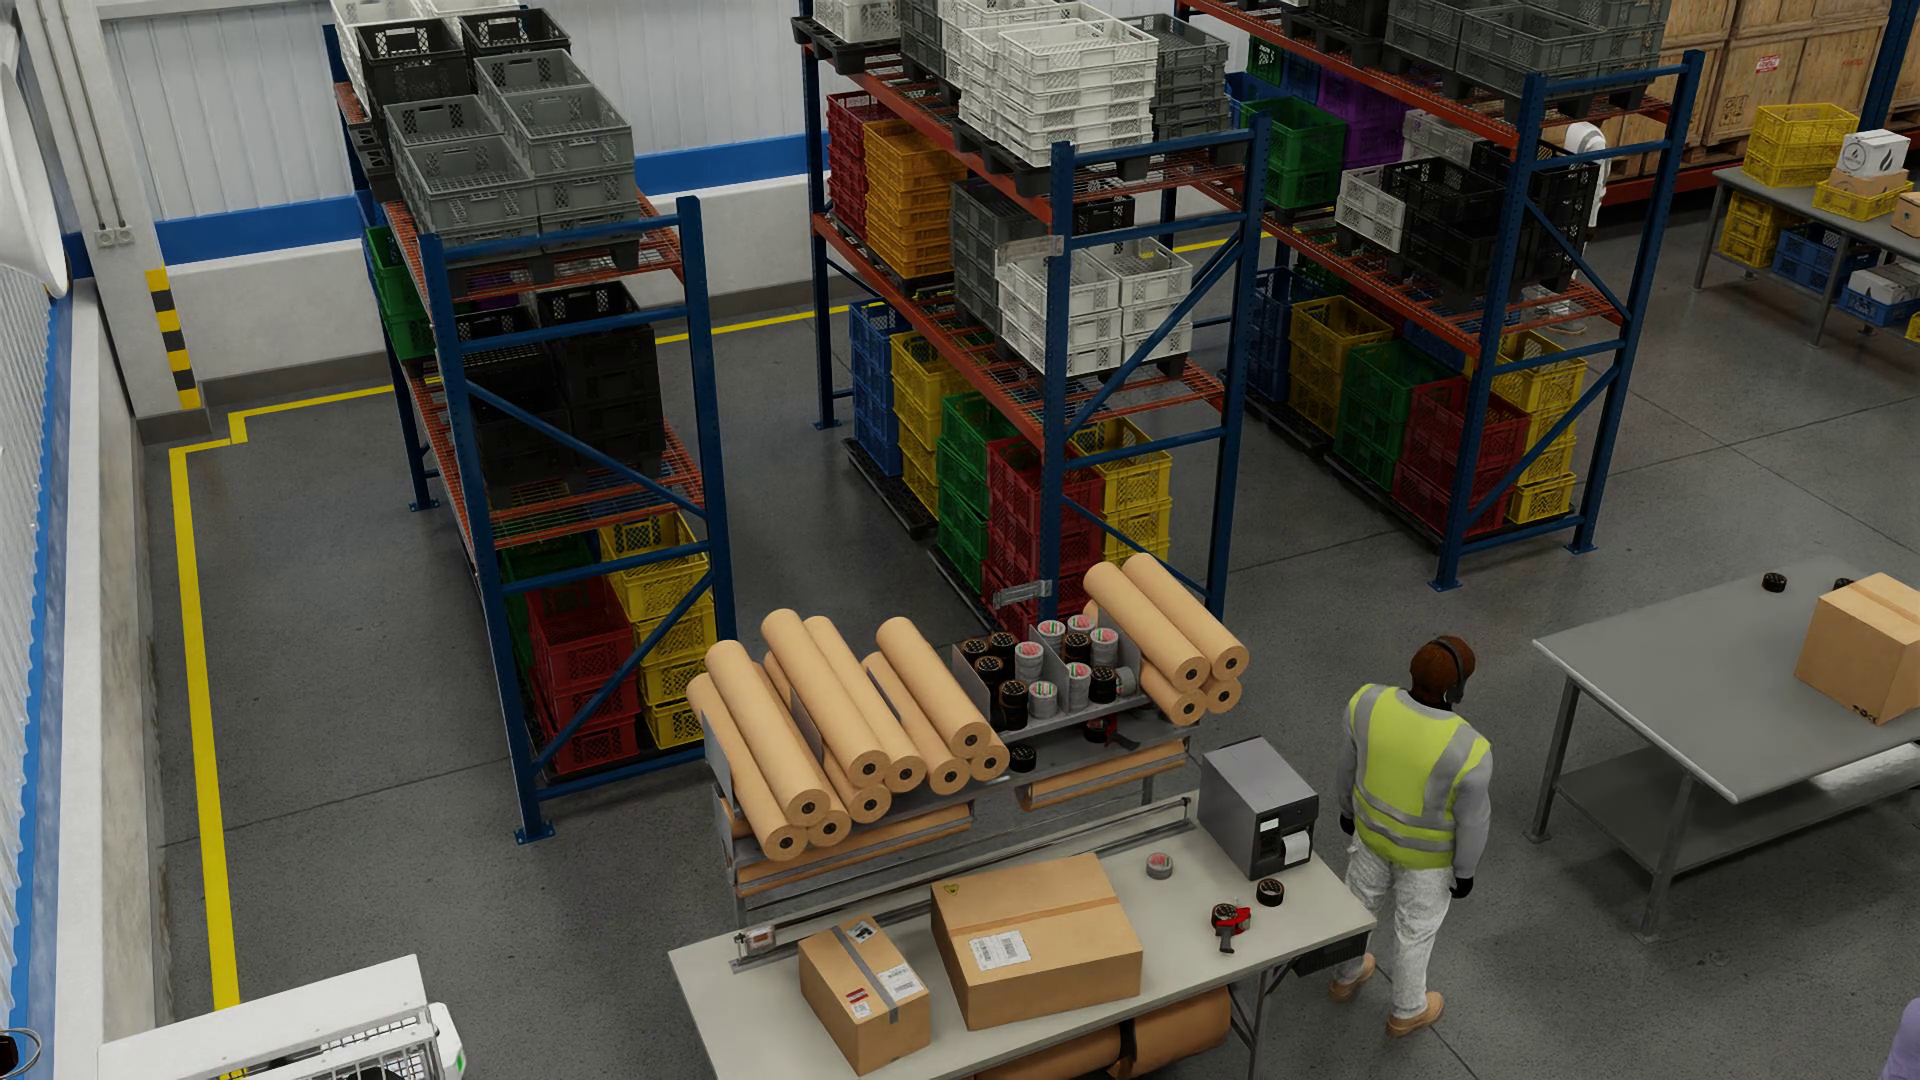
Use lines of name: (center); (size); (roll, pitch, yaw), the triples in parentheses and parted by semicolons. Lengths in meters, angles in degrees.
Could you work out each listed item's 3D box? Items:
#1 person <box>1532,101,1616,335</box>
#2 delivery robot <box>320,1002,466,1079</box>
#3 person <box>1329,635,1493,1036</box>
person: (4.621, -2.473, 12.433); (0.355, 1.885, 0.574); (-2, 32, -3)
delivery robot: (-2.250, 2.034, 6.286); (0.707, 0.478, 0.477); (-17, 35, -25)
person: (1.776, 1.160, 6.574); (0.429, 1.841, 0.633); (-27, 41, -37)
